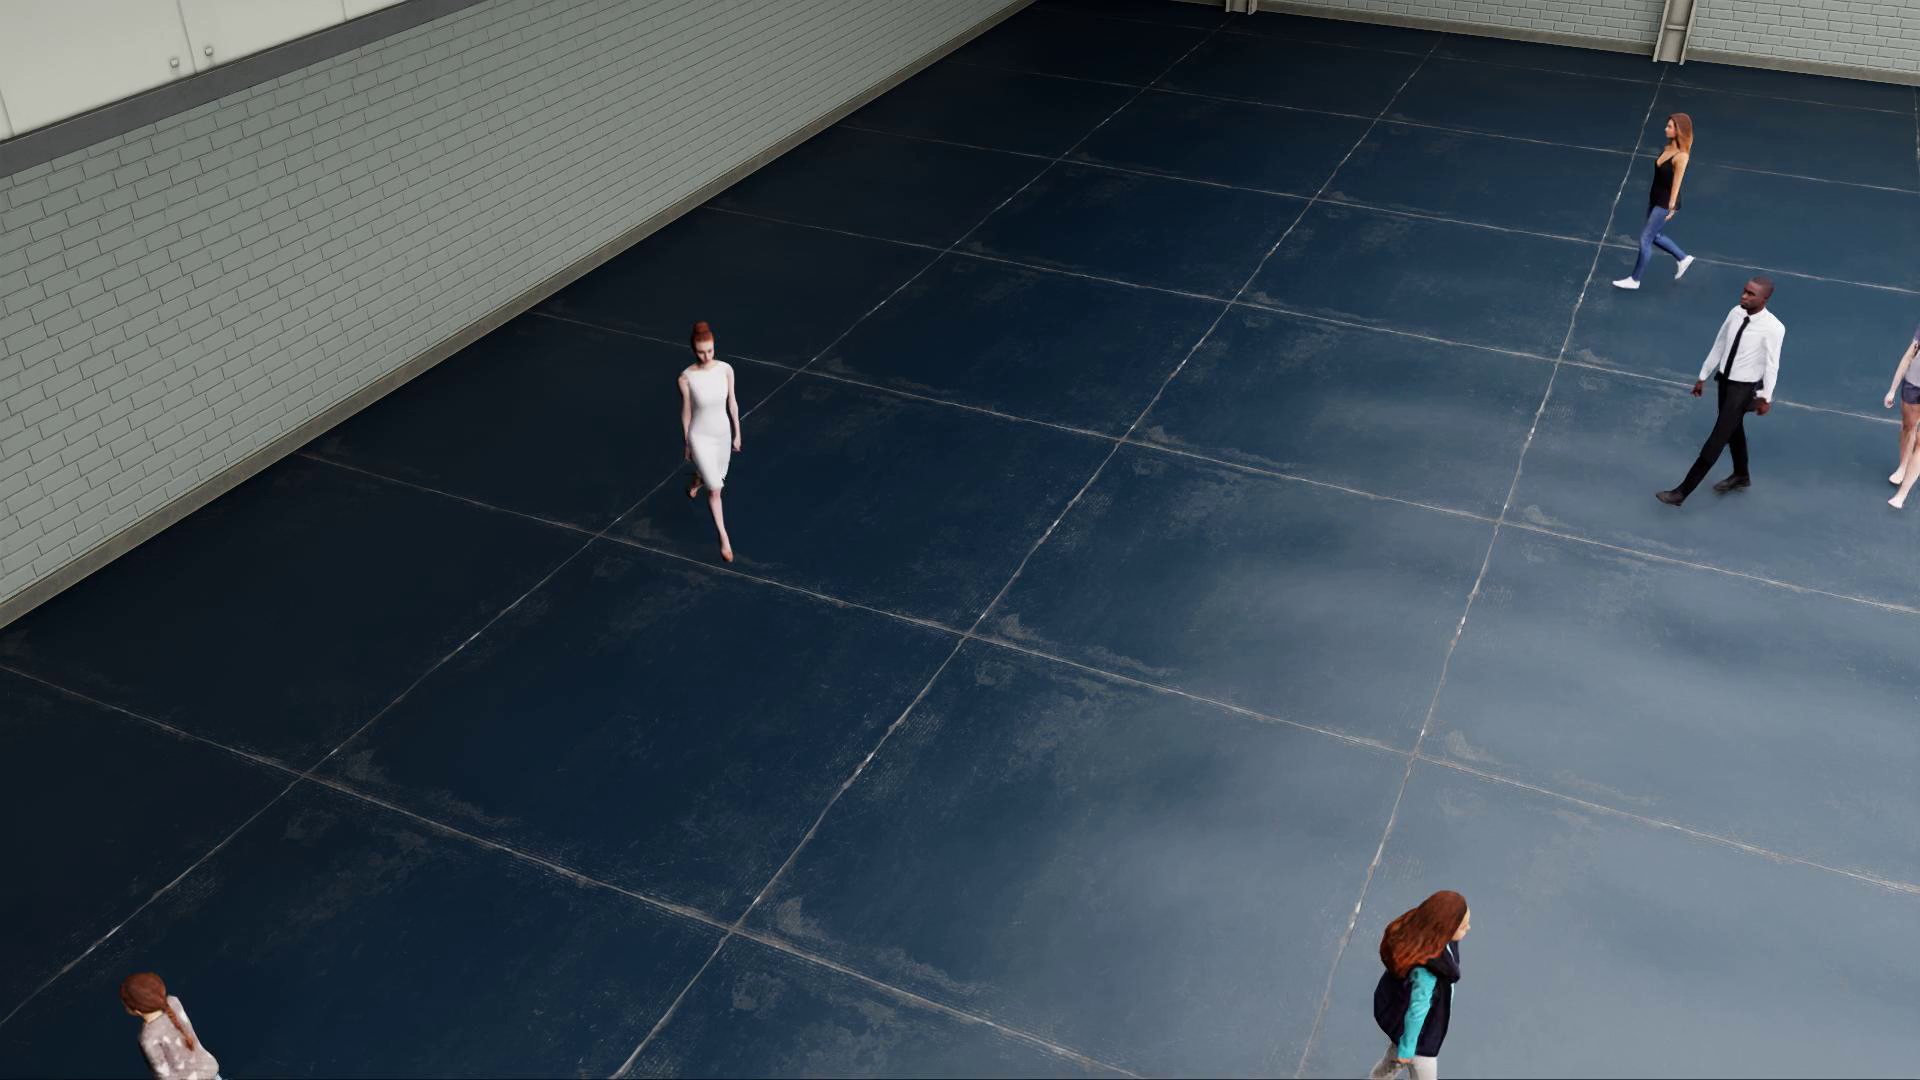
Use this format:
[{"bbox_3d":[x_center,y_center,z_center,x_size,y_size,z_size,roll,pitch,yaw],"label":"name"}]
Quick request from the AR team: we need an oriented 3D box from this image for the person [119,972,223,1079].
[{"bbox_3d":[-3.373,2.379,7.363,0.901,1.154,0.666,3,32,5],"label":"person"}]

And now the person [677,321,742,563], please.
[{"bbox_3d":[-1.783,-0.737,11.727,0.988,1.768,1.132,-16,36,-24],"label":"person"}]

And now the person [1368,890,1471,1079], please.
[{"bbox_3d":[1.980,2.131,7.445,0.848,1.485,0.651,10,34,15],"label":"person"}]

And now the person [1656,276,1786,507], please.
[{"bbox_3d":[5.813,-1.097,12.273,1.258,1.793,1.185,-11,34,-16],"label":"person"}]

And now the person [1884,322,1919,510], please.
[{"bbox_3d":[7.259,-1.156,12.421,0.877,1.735,1.030,-27,41,-36],"label":"person"}]

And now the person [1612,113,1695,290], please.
[{"bbox_3d":[6.681,-3.148,15.614,1.054,1.699,0.800,2,32,2],"label":"person"}]
